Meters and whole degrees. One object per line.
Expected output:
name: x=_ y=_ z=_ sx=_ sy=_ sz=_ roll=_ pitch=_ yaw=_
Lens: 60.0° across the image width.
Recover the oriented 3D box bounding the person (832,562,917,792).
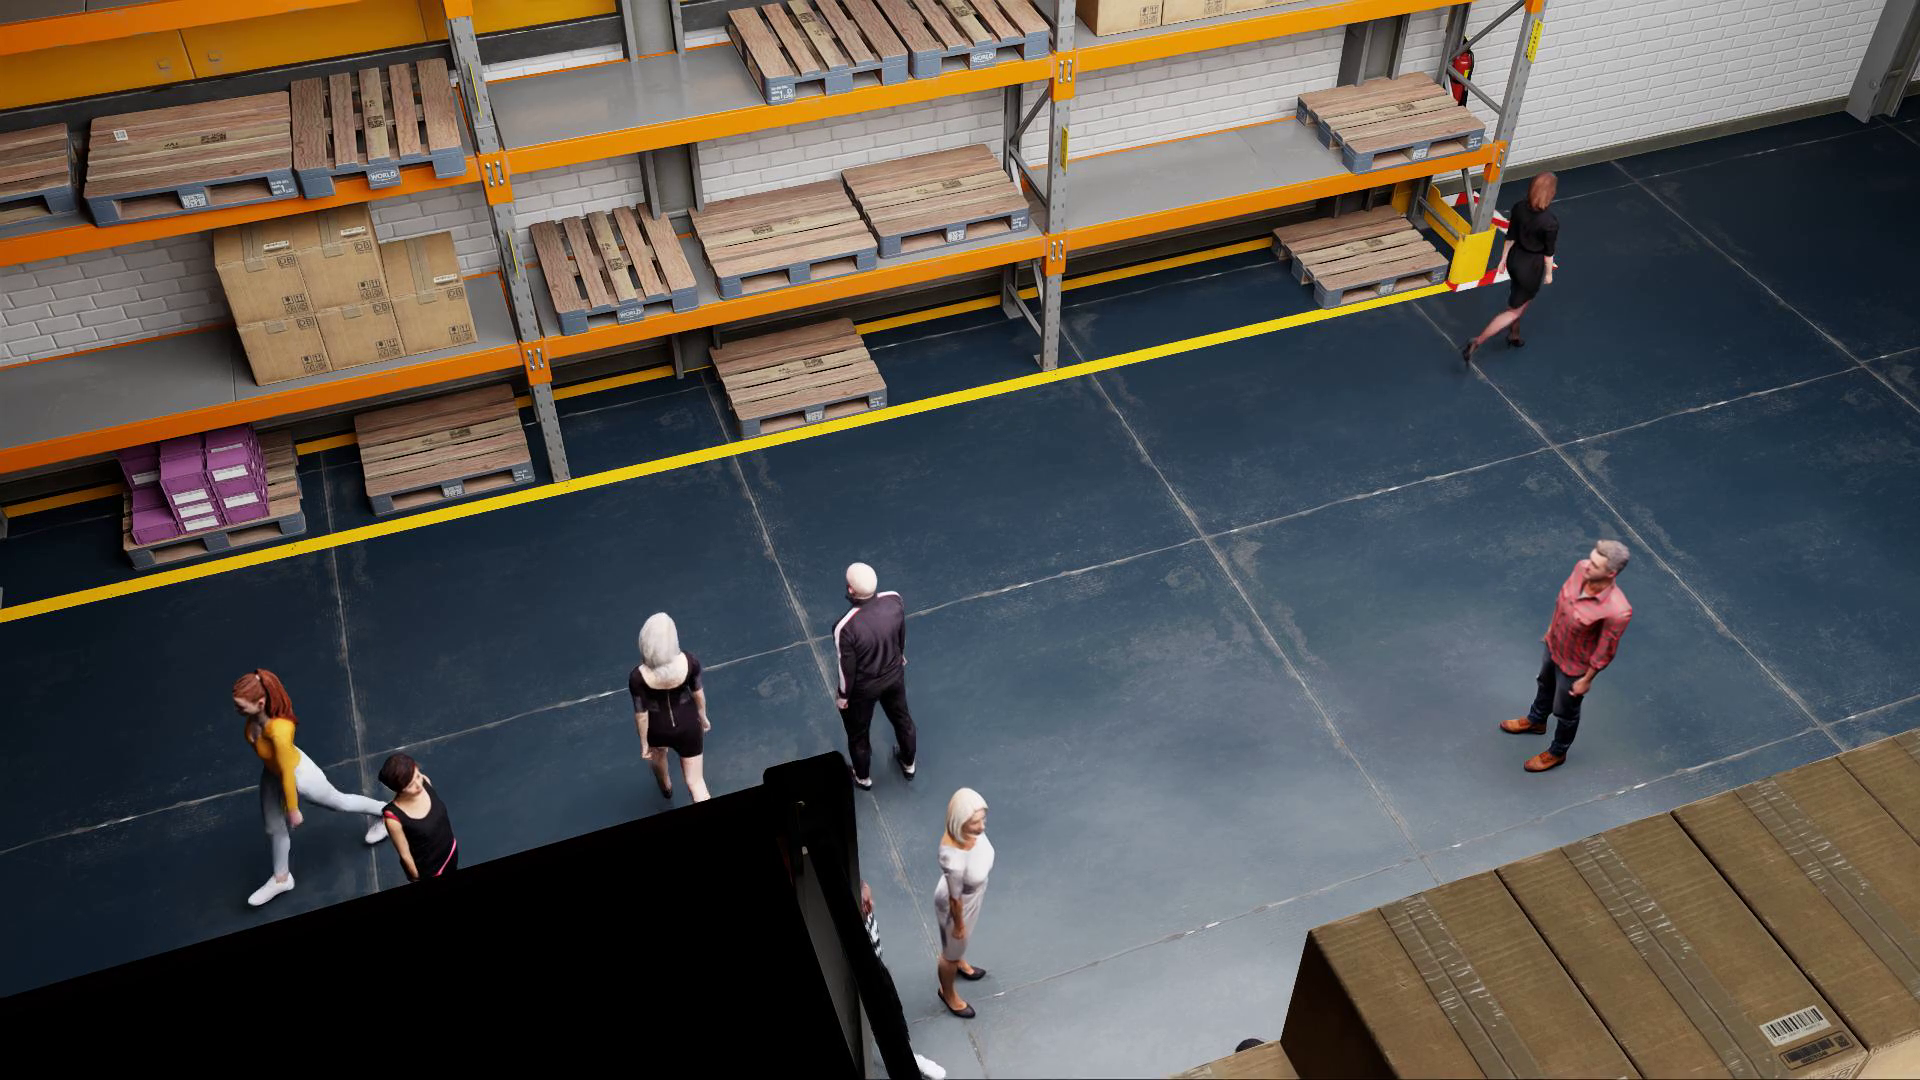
person: x=-0.505 y=0.850 z=9.929 sx=0.704 sy=1.839 sz=0.842 roll=-31 pitch=51 yaw=-28

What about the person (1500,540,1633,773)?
person: x=3.737 y=0.679 z=10.114 sx=0.602 sy=1.831 sz=0.719 roll=-7 pitch=44 yaw=-8

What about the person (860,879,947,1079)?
person: x=-0.646 y=2.275 z=8.541 sx=1.259 sy=1.689 sz=1.087 roll=11 pitch=45 yaw=12

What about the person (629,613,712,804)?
person: x=-1.617 y=1.172 z=9.628 sx=1.093 sy=1.788 sz=0.696 roll=-19 pitch=47 yaw=-19

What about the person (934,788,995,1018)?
person: x=0.002 y=1.914 z=8.877 sx=0.677 sy=1.749 sz=0.646 roll=11 pitch=45 yaw=11

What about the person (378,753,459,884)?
person: x=-2.960 y=1.718 z=9.226 sx=0.668 sy=1.552 sz=0.628 roll=12 pitch=45 yaw=12

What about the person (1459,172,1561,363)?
person: x=4.396 y=-2.091 z=13.129 sx=1.053 sy=1.682 sz=0.694 roll=-21 pitch=47 yaw=-21

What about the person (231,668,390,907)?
person: x=-3.711 y=1.324 z=9.530 sx=1.293 sy=1.703 sz=0.936 roll=-32 pitch=52 yaw=-29
